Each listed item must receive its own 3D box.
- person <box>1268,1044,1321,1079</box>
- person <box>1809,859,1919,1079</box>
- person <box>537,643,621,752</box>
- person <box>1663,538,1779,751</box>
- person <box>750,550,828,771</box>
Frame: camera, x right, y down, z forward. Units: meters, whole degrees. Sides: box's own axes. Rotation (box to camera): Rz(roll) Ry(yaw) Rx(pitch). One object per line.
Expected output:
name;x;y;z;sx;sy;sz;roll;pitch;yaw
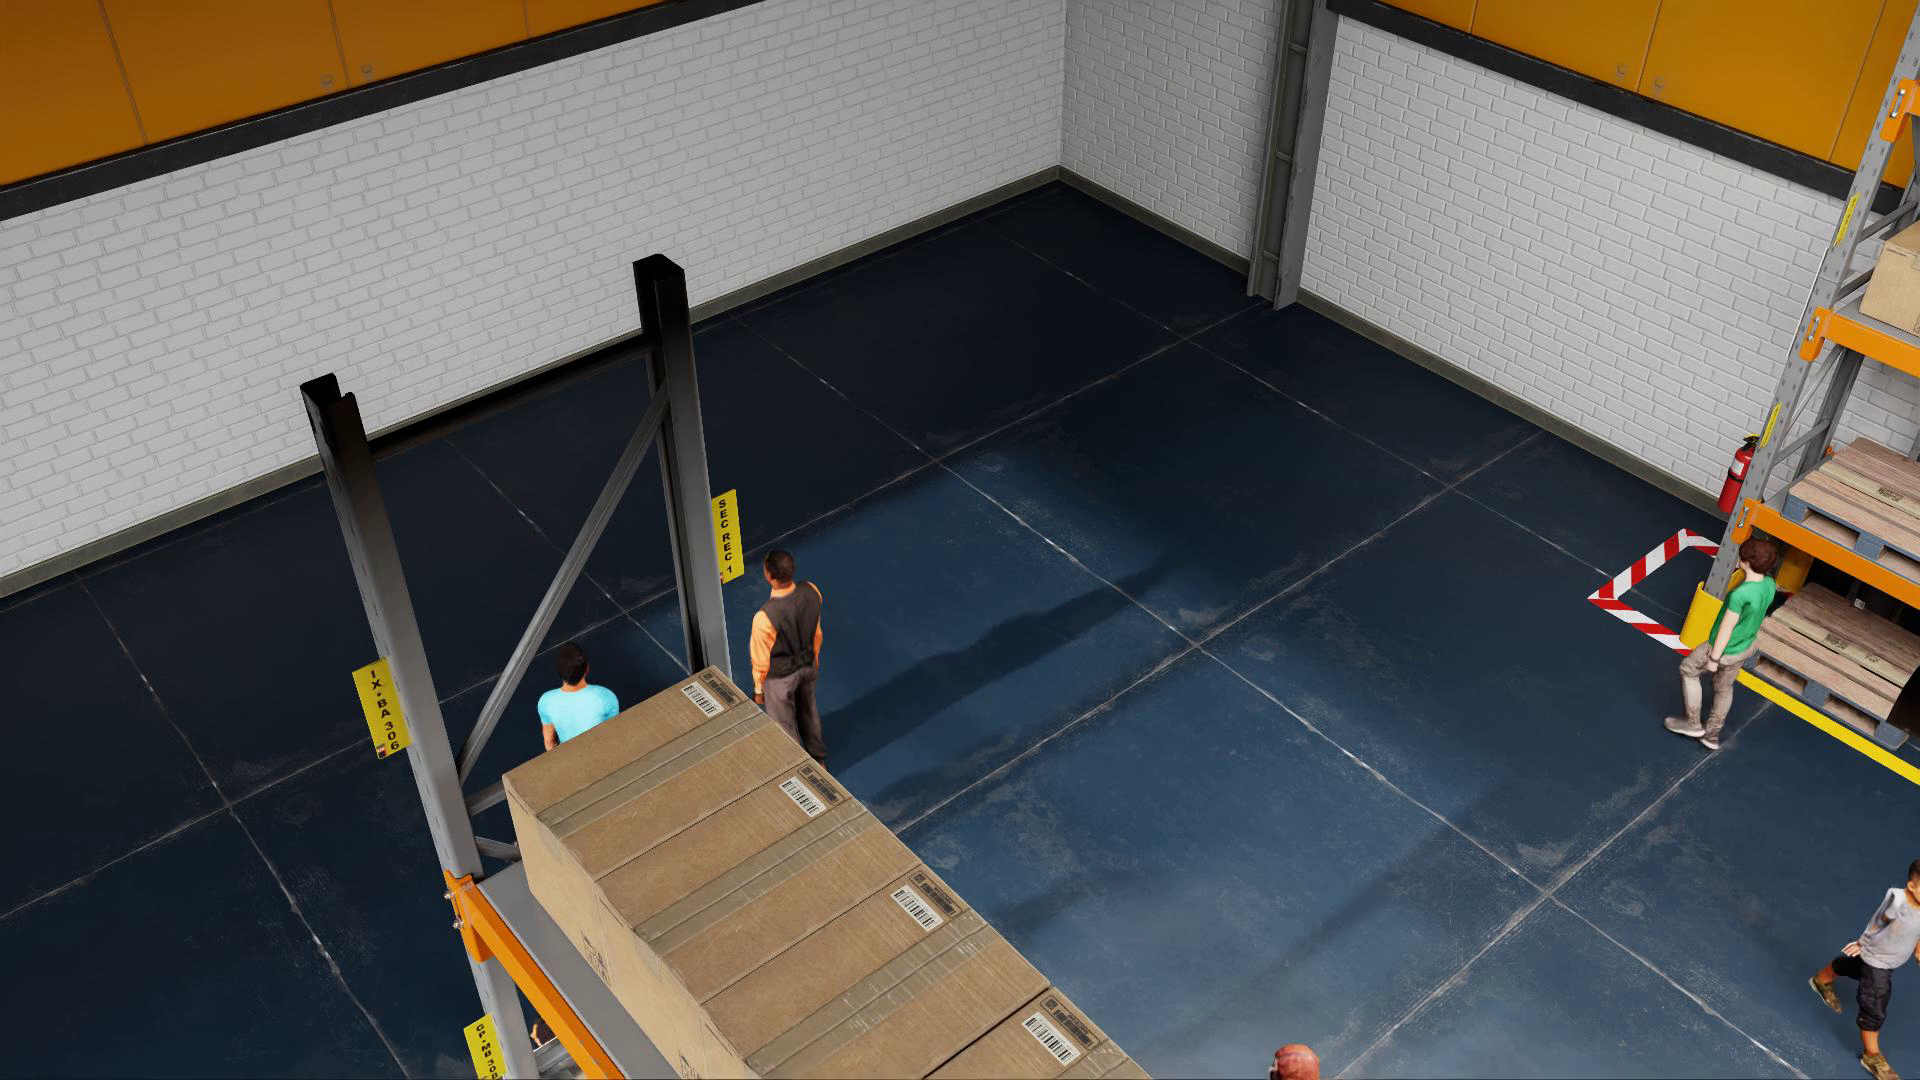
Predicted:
person;1.631;2.978;7.929;1.154;1.779;1.087;3;39;4
person;5.087;2.189;9.201;0.872;1.423;1.091;-11;40;-14
person;-2.220;1.389;9.934;0.741;1.760;0.791;0;39;0
person;5.093;0.742;10.843;0.637;1.637;0.646;-22;44;-26
person;-1.066;0.852;10.488;0.654;1.909;0.733;29;47;31
